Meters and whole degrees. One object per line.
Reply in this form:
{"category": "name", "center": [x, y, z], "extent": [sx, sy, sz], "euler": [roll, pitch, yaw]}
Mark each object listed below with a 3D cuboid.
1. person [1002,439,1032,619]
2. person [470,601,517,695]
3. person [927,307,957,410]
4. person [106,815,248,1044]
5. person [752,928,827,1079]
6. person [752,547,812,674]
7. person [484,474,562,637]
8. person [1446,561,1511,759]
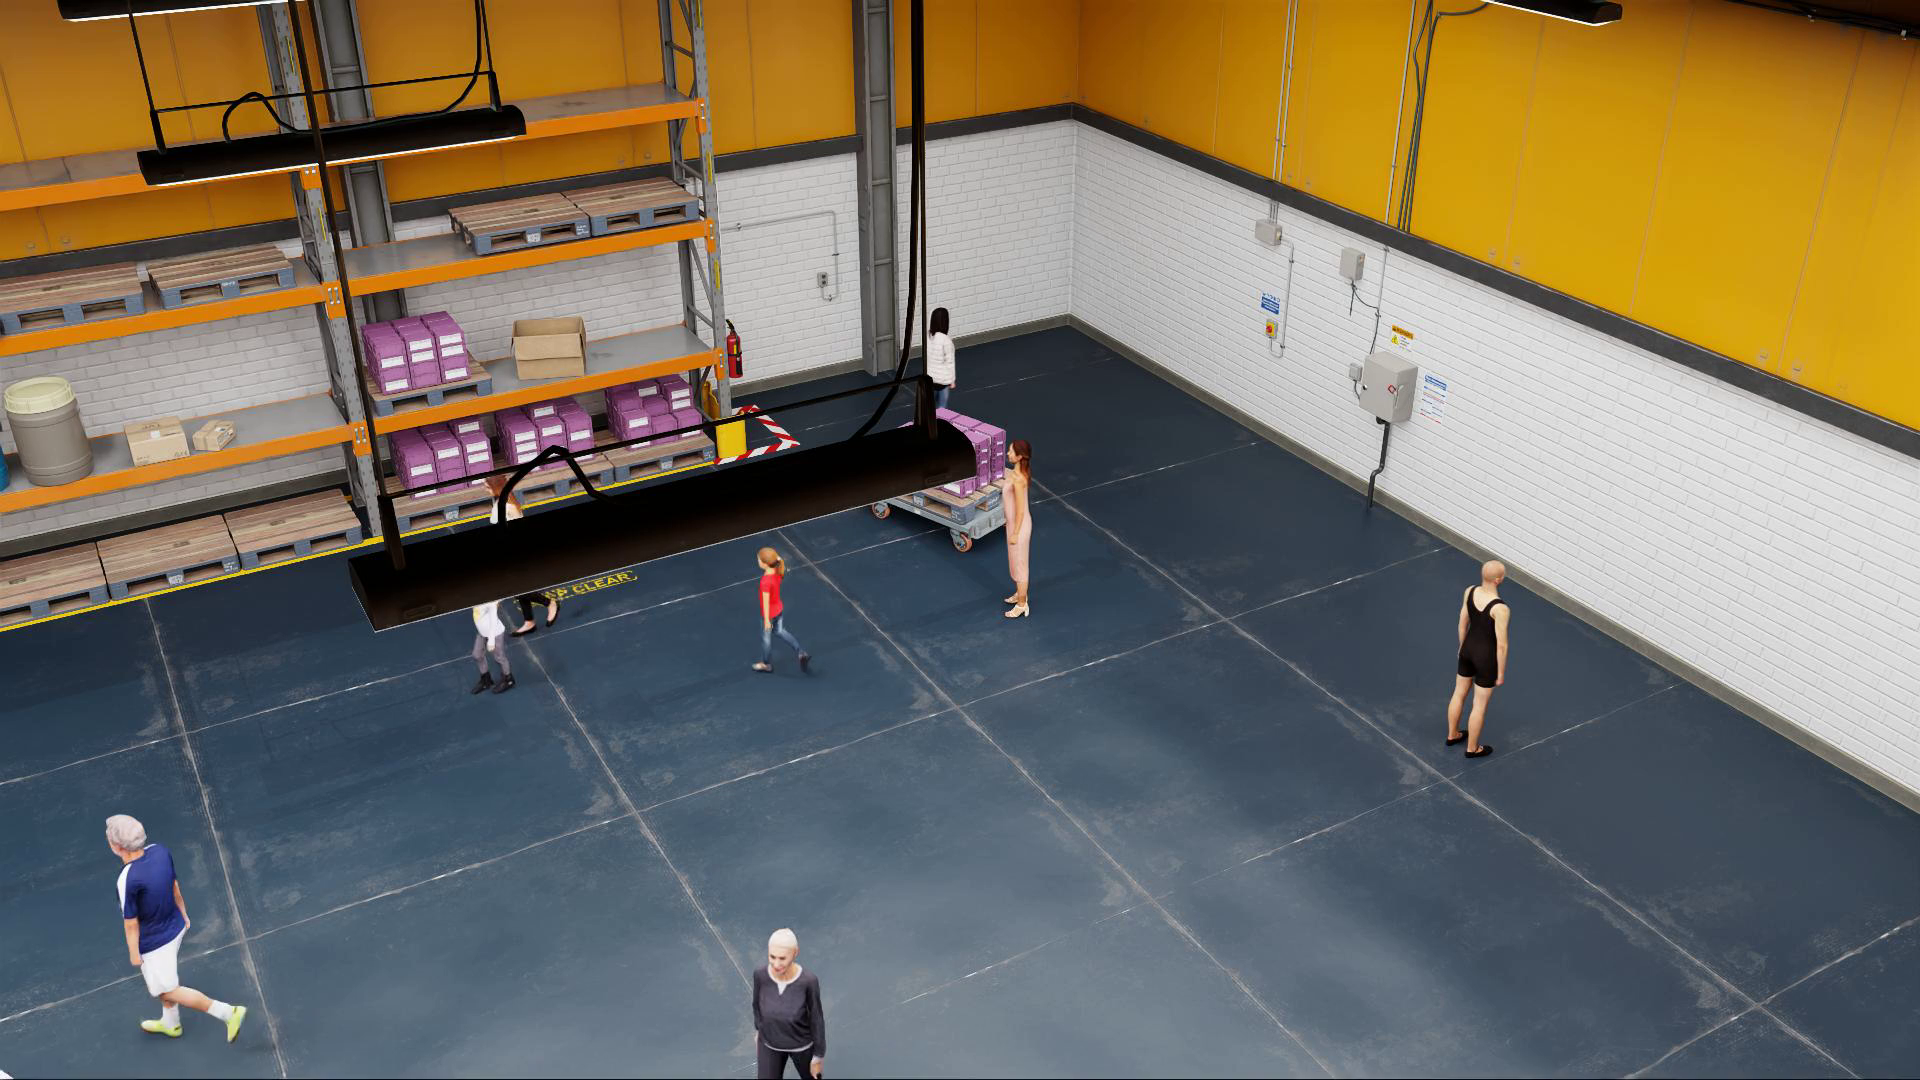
{"category": "person", "center": [0.559, -0.118, 15.796], "extent": [0.681, 1.832, 0.669], "euler": [1, 29, 2]}
{"category": "person", "center": [-4.090, 0.794, 14.719], "extent": [0.659, 1.262, 0.572], "euler": [-23, 36, -35]}
{"category": "person", "center": [-0.244, -1.911, 19.287], "extent": [0.627, 1.636, 0.657], "euler": [-25, 37, -38]}
{"category": "person", "center": [-5.155, 2.585, 10.865], "extent": [1.162, 1.808, 0.991], "euler": [1, 29, 2]}
{"category": "person", "center": [-1.024, 3.010, 10.215], "extent": [1.109, 1.684, 1.120], "euler": [5, 29, 8]}
{"category": "person", "center": [-1.627, 0.651, 14.944], "extent": [0.810, 1.298, 0.793], "euler": [10, 30, 18]}
{"category": "person", "center": [-4.064, 0.111, 15.510], "extent": [0.757, 1.703, 0.657], "euler": [-22, 36, -35]}
{"category": "person", "center": [4.306, 0.975, 13.809], "extent": [0.493, 1.815, 0.643], "euler": [-15, 32, -25]}
